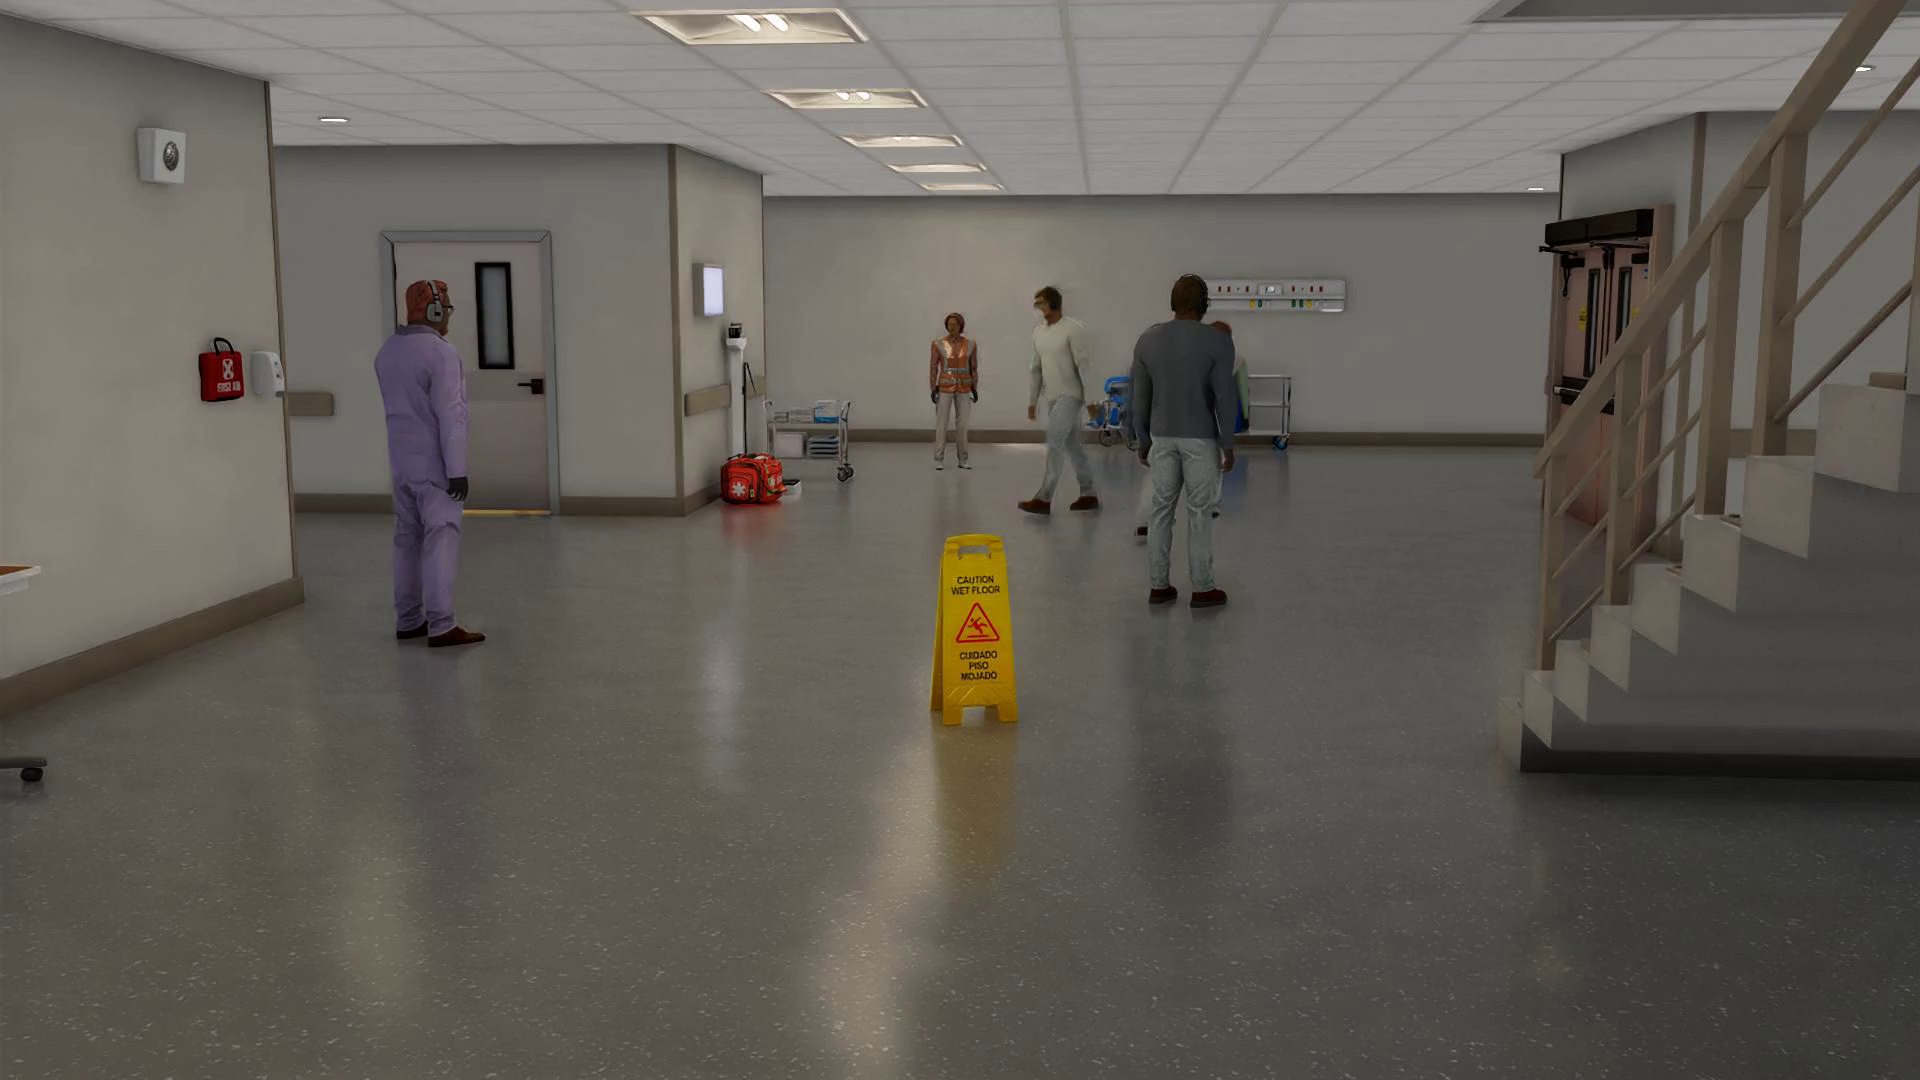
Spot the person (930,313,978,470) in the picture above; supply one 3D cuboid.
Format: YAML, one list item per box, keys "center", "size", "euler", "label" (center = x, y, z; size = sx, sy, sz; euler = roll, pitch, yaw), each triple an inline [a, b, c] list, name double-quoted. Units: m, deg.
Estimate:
- center: [-0.062, -1.545, 17.336]
  size: [0.521, 1.636, 0.311]
  euler: [-2, 9, -14]
  label: "person"

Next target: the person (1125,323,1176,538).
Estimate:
- center: [1.554, -0.829, 12.586]
  size: [0.752, 1.604, 0.507]
  euler: [-8, 12, -44]
  label: "person"

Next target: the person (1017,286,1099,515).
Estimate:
- center: [0.789, -1.160, 13.880]
  size: [0.967, 1.882, 0.652]
  euler: [-5, 10, -30]
  label: "person"

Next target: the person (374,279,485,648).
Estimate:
- center: [-2.748, -0.398, 8.664]
  size: [0.647, 1.899, 0.399]
  euler: [7, 11, 41]
  label: "person"

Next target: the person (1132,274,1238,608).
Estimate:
- center: [1.316, -0.573, 9.702]
  size: [0.637, 1.938, 0.357]
  euler: [5, 10, 31]
  label: "person"
